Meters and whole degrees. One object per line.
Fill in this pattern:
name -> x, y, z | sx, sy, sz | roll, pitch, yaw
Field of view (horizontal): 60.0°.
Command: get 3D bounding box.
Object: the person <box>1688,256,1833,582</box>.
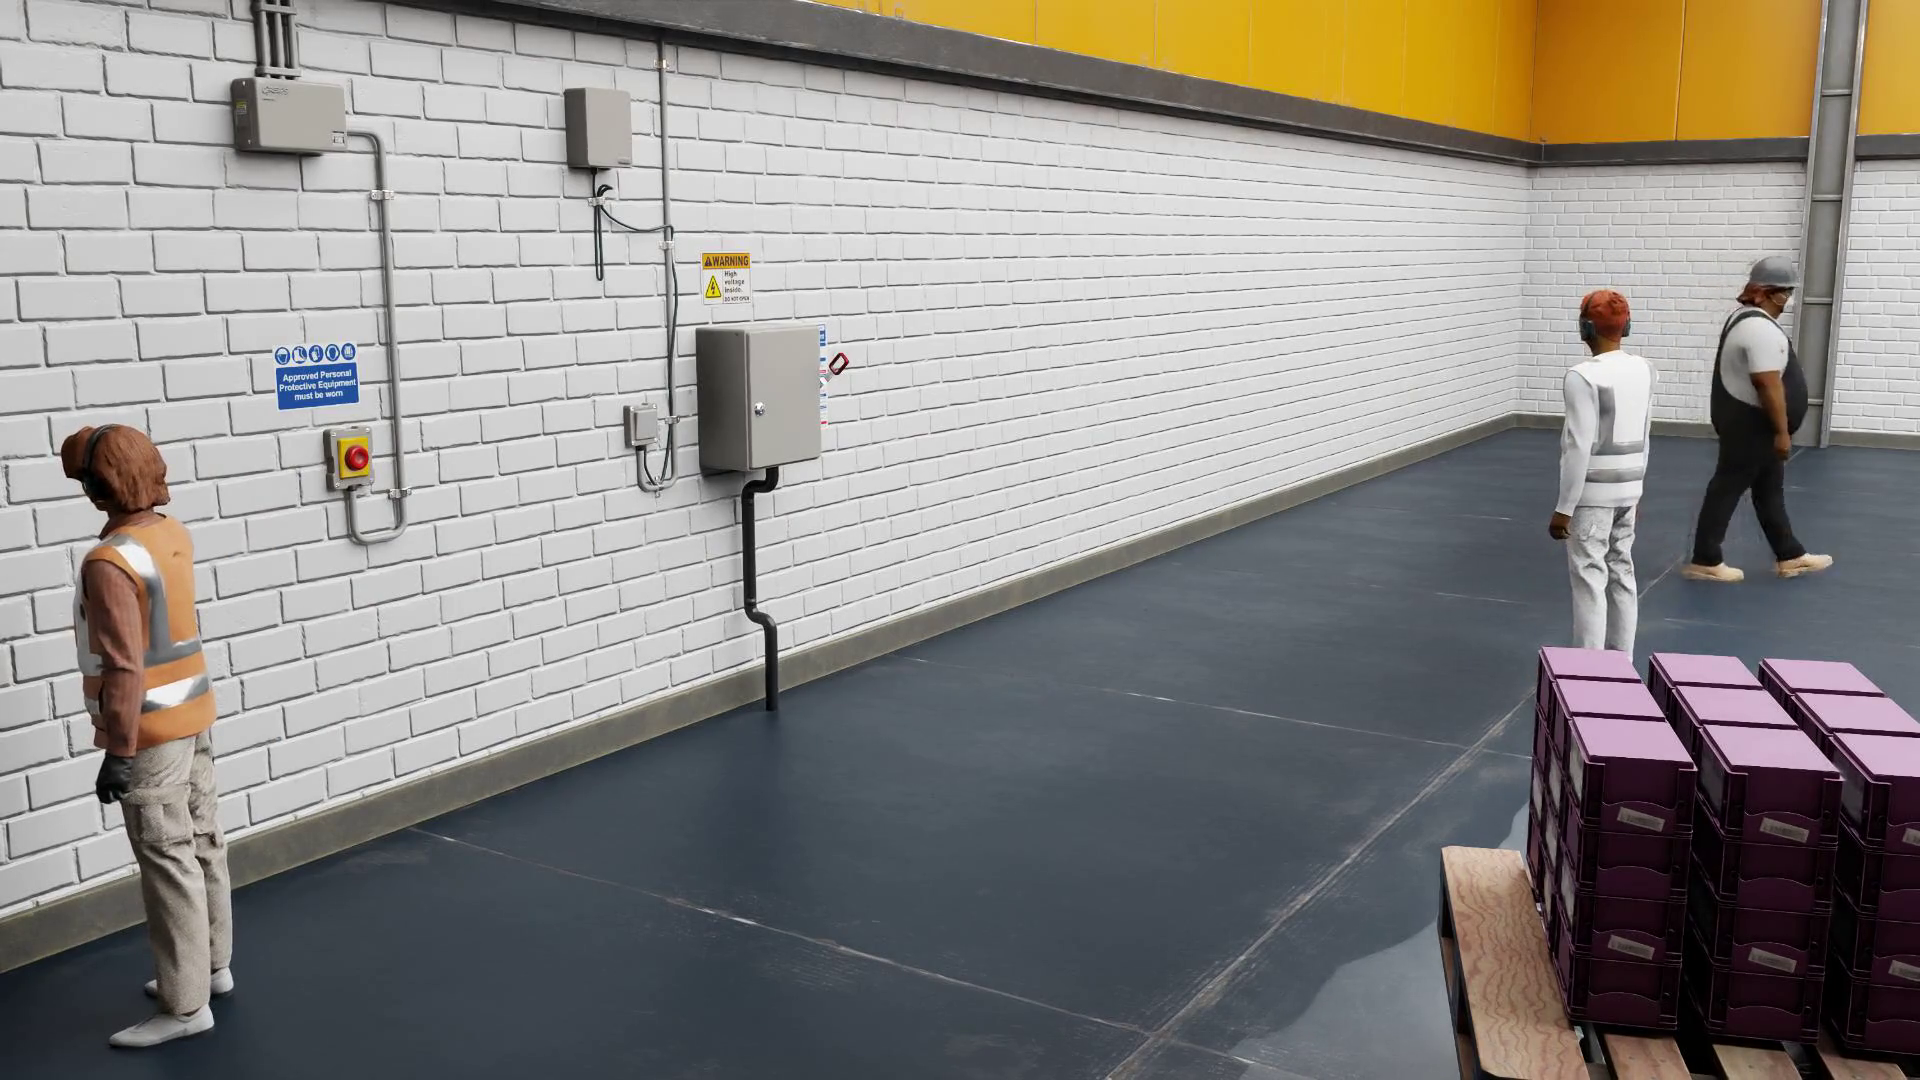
person -> 4.969, -0.733, 10.132 | 0.934, 2.000, 0.708 | 3, 11, 17

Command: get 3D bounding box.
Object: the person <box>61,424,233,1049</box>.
person -> -2.119, 0.510, 4.364 | 0.315, 1.636, 0.515 | -1, 10, -7

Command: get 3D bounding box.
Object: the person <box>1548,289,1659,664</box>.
person -> 2.892, -0.184, 7.527 | 0.577, 1.881, 0.349 | -7, 12, -33
